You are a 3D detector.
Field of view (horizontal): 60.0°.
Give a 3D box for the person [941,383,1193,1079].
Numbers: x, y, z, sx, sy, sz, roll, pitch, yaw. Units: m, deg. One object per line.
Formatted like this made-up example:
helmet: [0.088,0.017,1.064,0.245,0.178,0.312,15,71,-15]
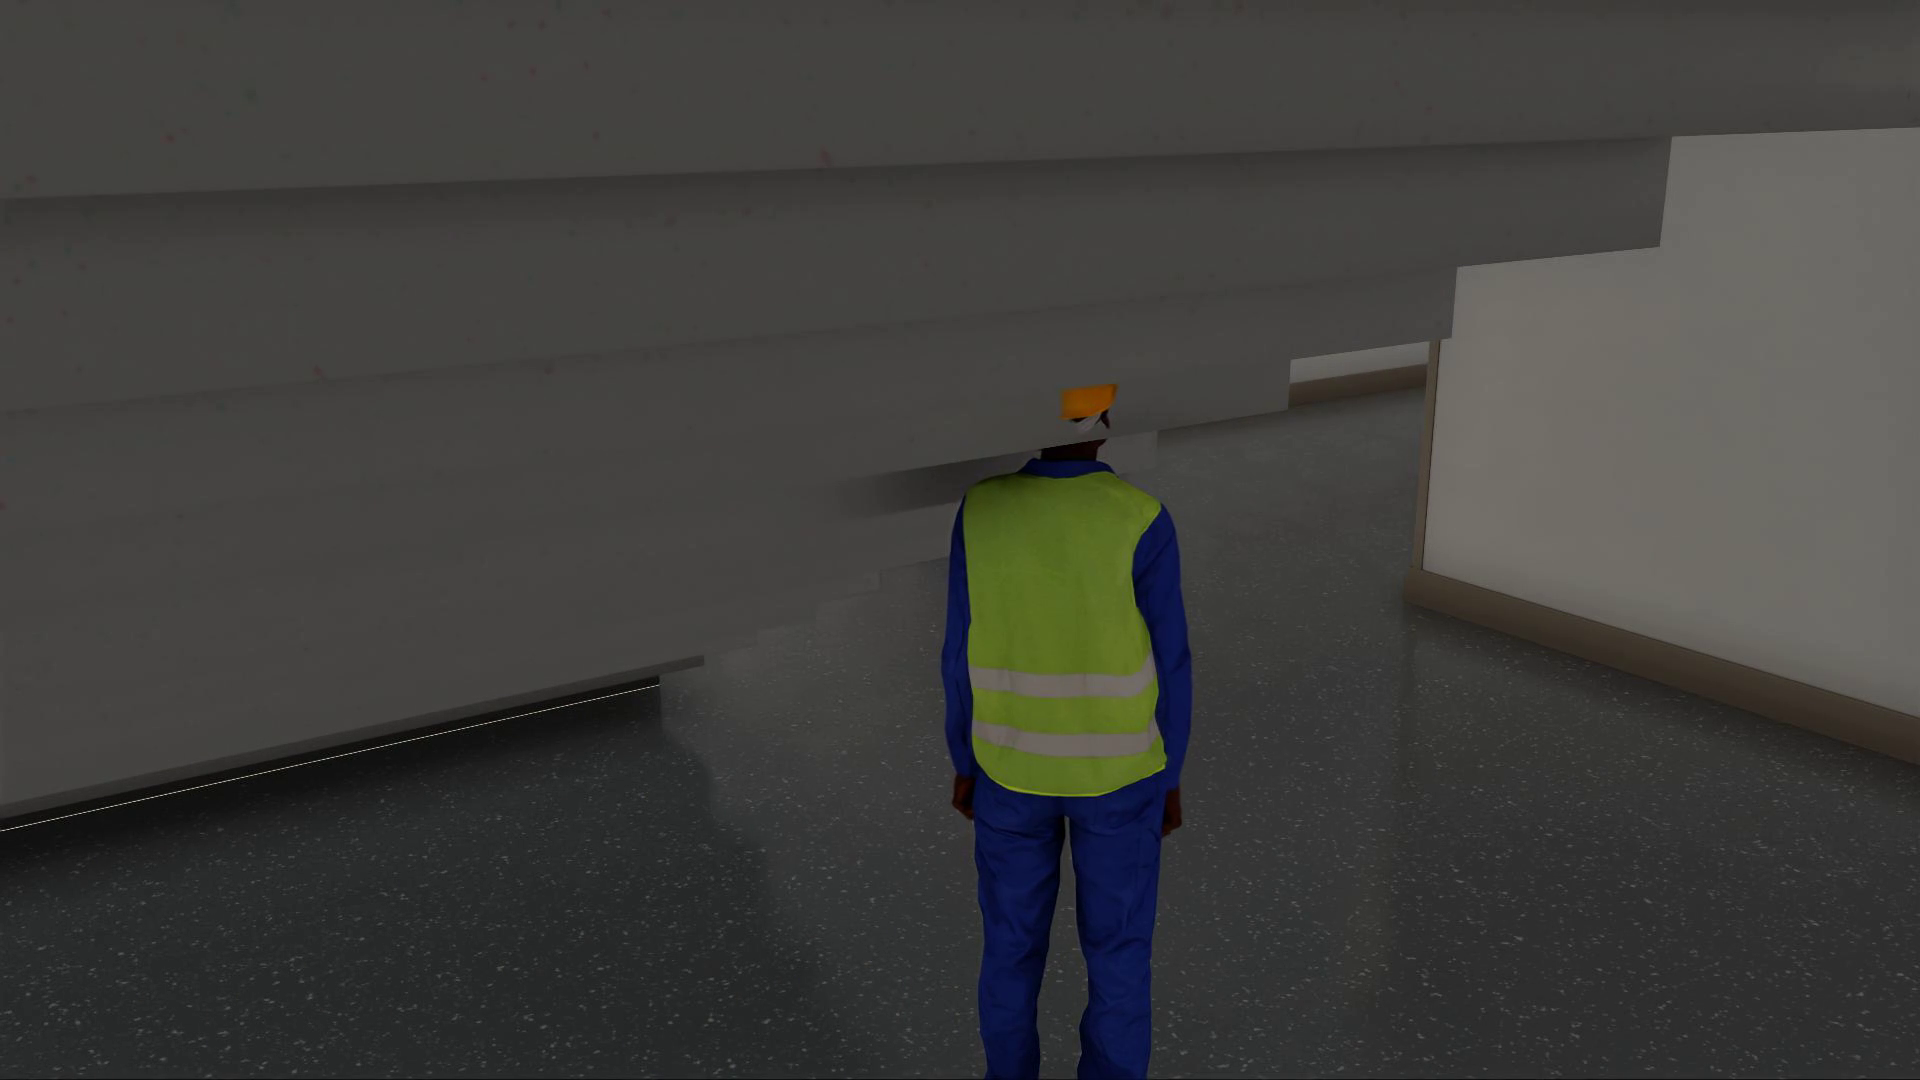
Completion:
person: [0.213,0.457,3.411,0.747,1.813,0.814,3,16,11]
